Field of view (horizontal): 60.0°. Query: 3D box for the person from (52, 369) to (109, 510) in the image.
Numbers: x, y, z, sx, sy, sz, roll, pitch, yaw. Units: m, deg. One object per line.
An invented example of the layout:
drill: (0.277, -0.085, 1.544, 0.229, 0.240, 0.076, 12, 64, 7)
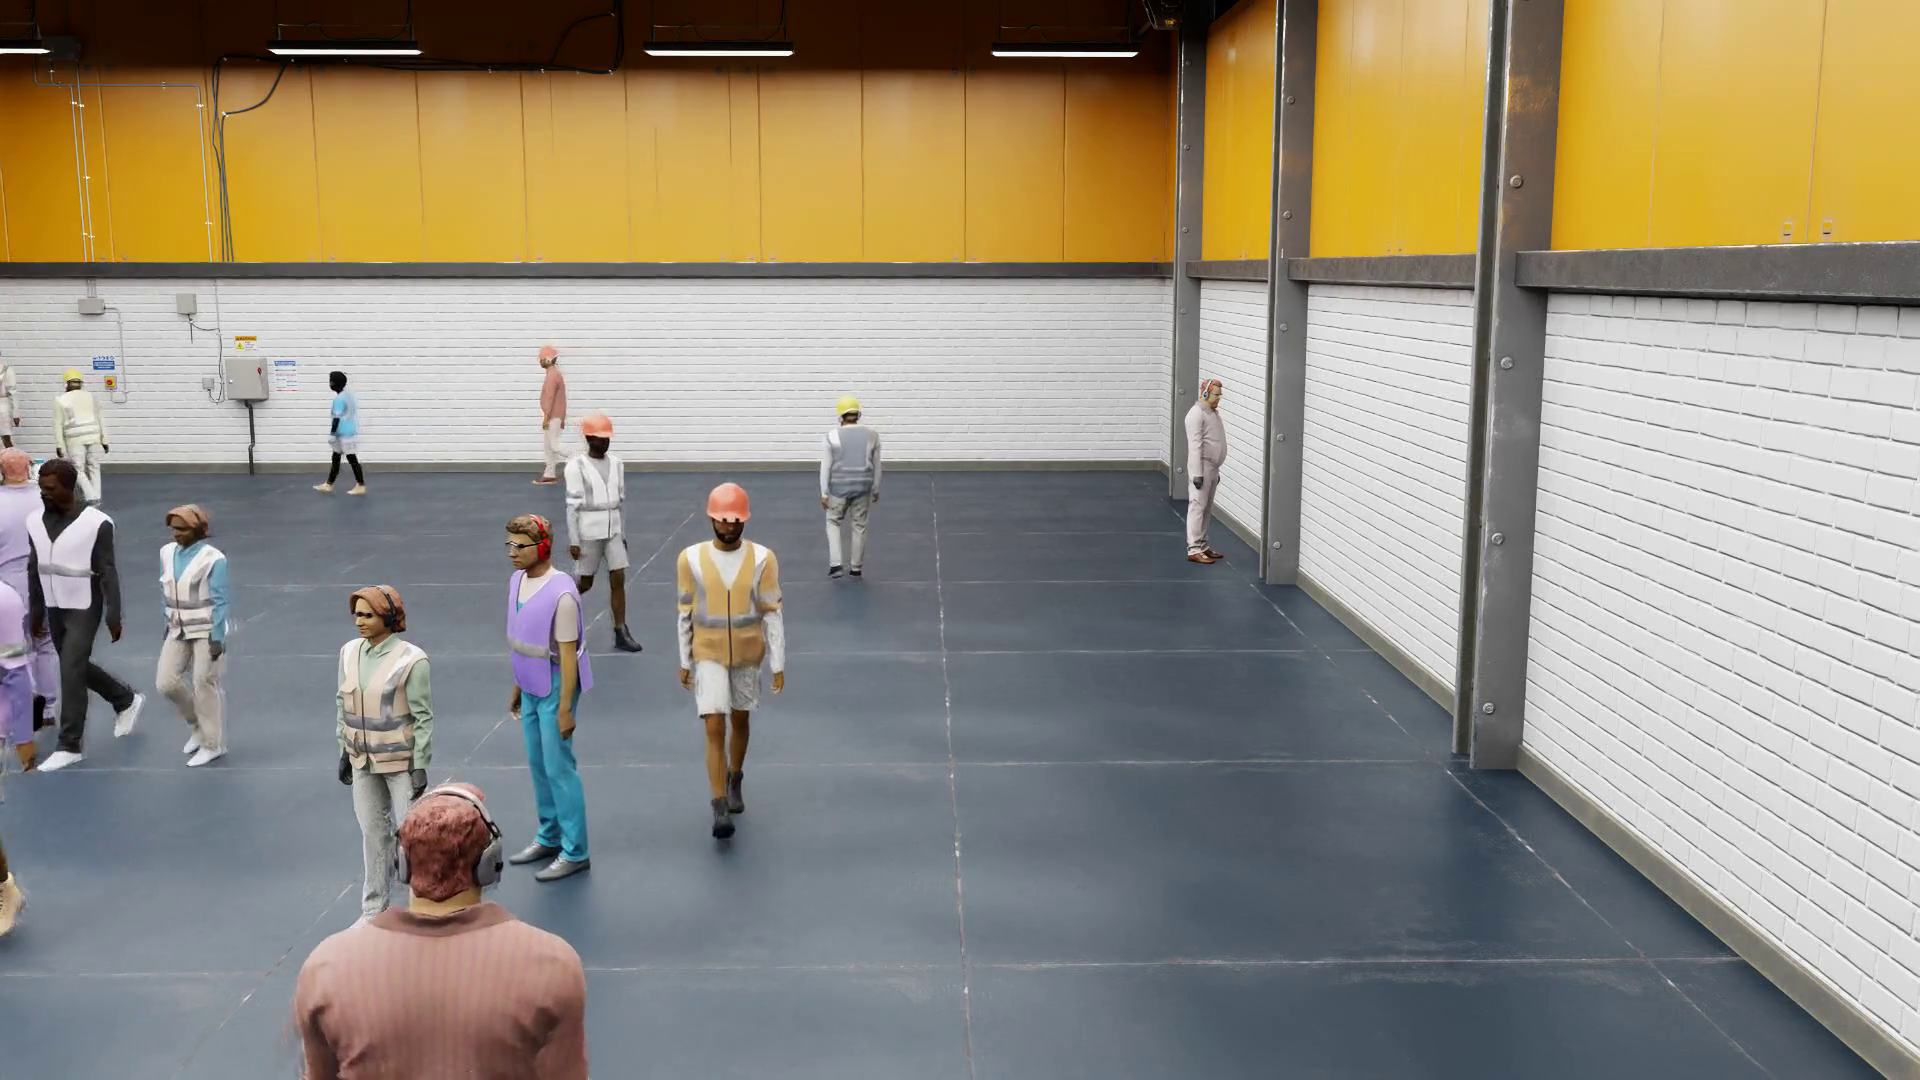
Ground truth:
person: (-10.991, -1.239, 20.832, 0.663, 1.791, 0.646, 7, 11, 35)

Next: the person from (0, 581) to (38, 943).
person: (-4.435, 0.835, 7.352, 0.633, 2.021, 0.466, 2, 9, 11)

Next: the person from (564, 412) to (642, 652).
person: (-2.922, -0.078, 13.309, 0.864, 1.912, 0.559, 8, 12, 42)

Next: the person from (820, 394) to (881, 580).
person: (-1.064, -0.499, 16.142, 0.618, 1.826, 0.449, -3, 10, -16)

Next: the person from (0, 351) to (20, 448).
person: (-13.700, -1.822, 23.638, 0.615, 2.030, 0.448, 1, 9, 7)

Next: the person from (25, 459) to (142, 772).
person: (-5.481, 0.415, 10.372, 0.600, 1.890, 0.895, 3, 10, 16)

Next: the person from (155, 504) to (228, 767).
person: (-4.658, 0.582, 10.111, 0.533, 1.619, 0.365, 4, 10, 21)

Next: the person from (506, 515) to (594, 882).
person: (-2.054, 0.773, 8.326, 0.387, 1.836, 0.571, -7, 12, -38)

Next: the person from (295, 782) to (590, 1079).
person: (-1.169, 1.471, 3.894, 0.660, 1.881, 0.775, -1, 9, -8)

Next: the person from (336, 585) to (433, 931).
person: (-2.578, 1.007, 7.477, 0.514, 1.641, 0.307, 4, 10, 22)

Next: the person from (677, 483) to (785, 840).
person: (-1.222, 0.639, 8.950, 0.561, 1.886, 1.011, -2, 9, -12)

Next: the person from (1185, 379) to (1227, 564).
person: (2.565, -0.718, 17.259, 0.406, 1.903, 0.638, 4, 10, 25)

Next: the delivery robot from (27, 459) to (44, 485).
delivery robot: (-11.981, -0.817, 21.691, 0.707, 0.478, 0.477, -3, 10, -21)

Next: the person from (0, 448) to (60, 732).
person: (-6.062, 0.340, 10.834, 0.643, 1.882, 0.657, -8, 12, -42)

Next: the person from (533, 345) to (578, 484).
person: (-5.631, -1.749, 23.350, 0.724, 1.973, 0.611, -2, 9, -11)

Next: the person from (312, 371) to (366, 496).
person: (-8.344, -1.409, 22.181, 0.794, 1.660, 0.558, -2, 9, -11)
